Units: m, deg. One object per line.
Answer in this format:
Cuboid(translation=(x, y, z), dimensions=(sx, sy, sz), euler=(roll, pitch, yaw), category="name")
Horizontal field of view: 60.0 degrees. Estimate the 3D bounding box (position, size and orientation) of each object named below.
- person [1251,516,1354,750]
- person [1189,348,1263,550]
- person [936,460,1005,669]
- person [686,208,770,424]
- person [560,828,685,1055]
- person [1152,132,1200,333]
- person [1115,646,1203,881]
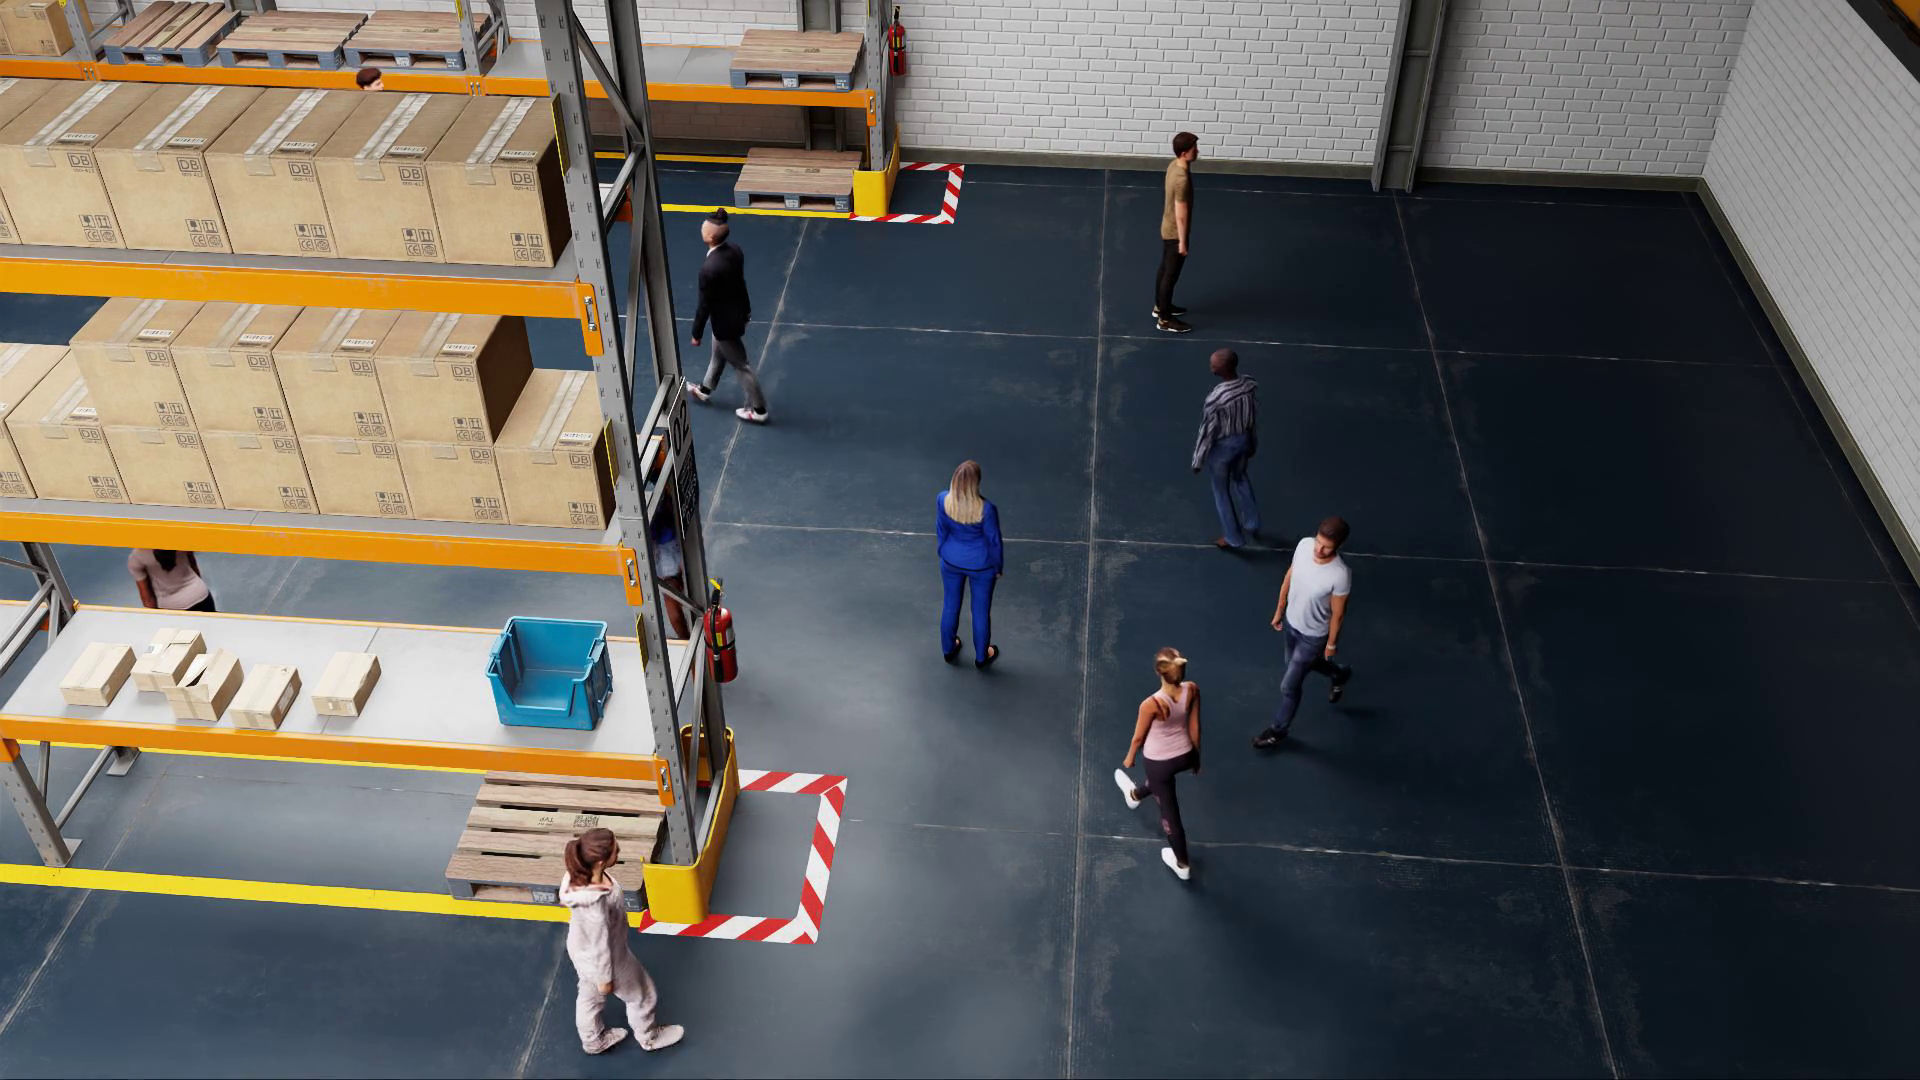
Cuboid(translation=(2.305, 0.533, 10.691), dimensions=(1.184, 1.834, 1.035), euler=(-19, 42, -22), category="person")
Cuboid(translation=(2.025, -0.625, 12.206), dimensions=(0.829, 1.753, 0.918), euler=(-15, 41, -17), category="person")
Cuboid(translation=(0.054, 0.165, 11.259), dimensions=(0.588, 1.701, 0.744), euler=(14, 41, 17), category="person")
Cuboid(translation=(-1.797, -1.777, 13.515), dimensions=(1.178, 1.920, 0.903), euler=(12, 40, 15), category="person")
Cuboid(translation=(-1.977, 2.191, 8.750), dimensions=(0.920, 1.667, 0.845), euler=(-20, 43, -23), category="person")
Cuboid(translation=(1.917, -2.760, 14.802), dimensions=(0.575, 1.851, 0.665), euler=(1, 39, 1), category="person")
Cuboid(translation=(1.279, 1.357, 9.851), dimensions=(1.075, 1.595, 1.033), euler=(-20, 43, -23), category="person")
